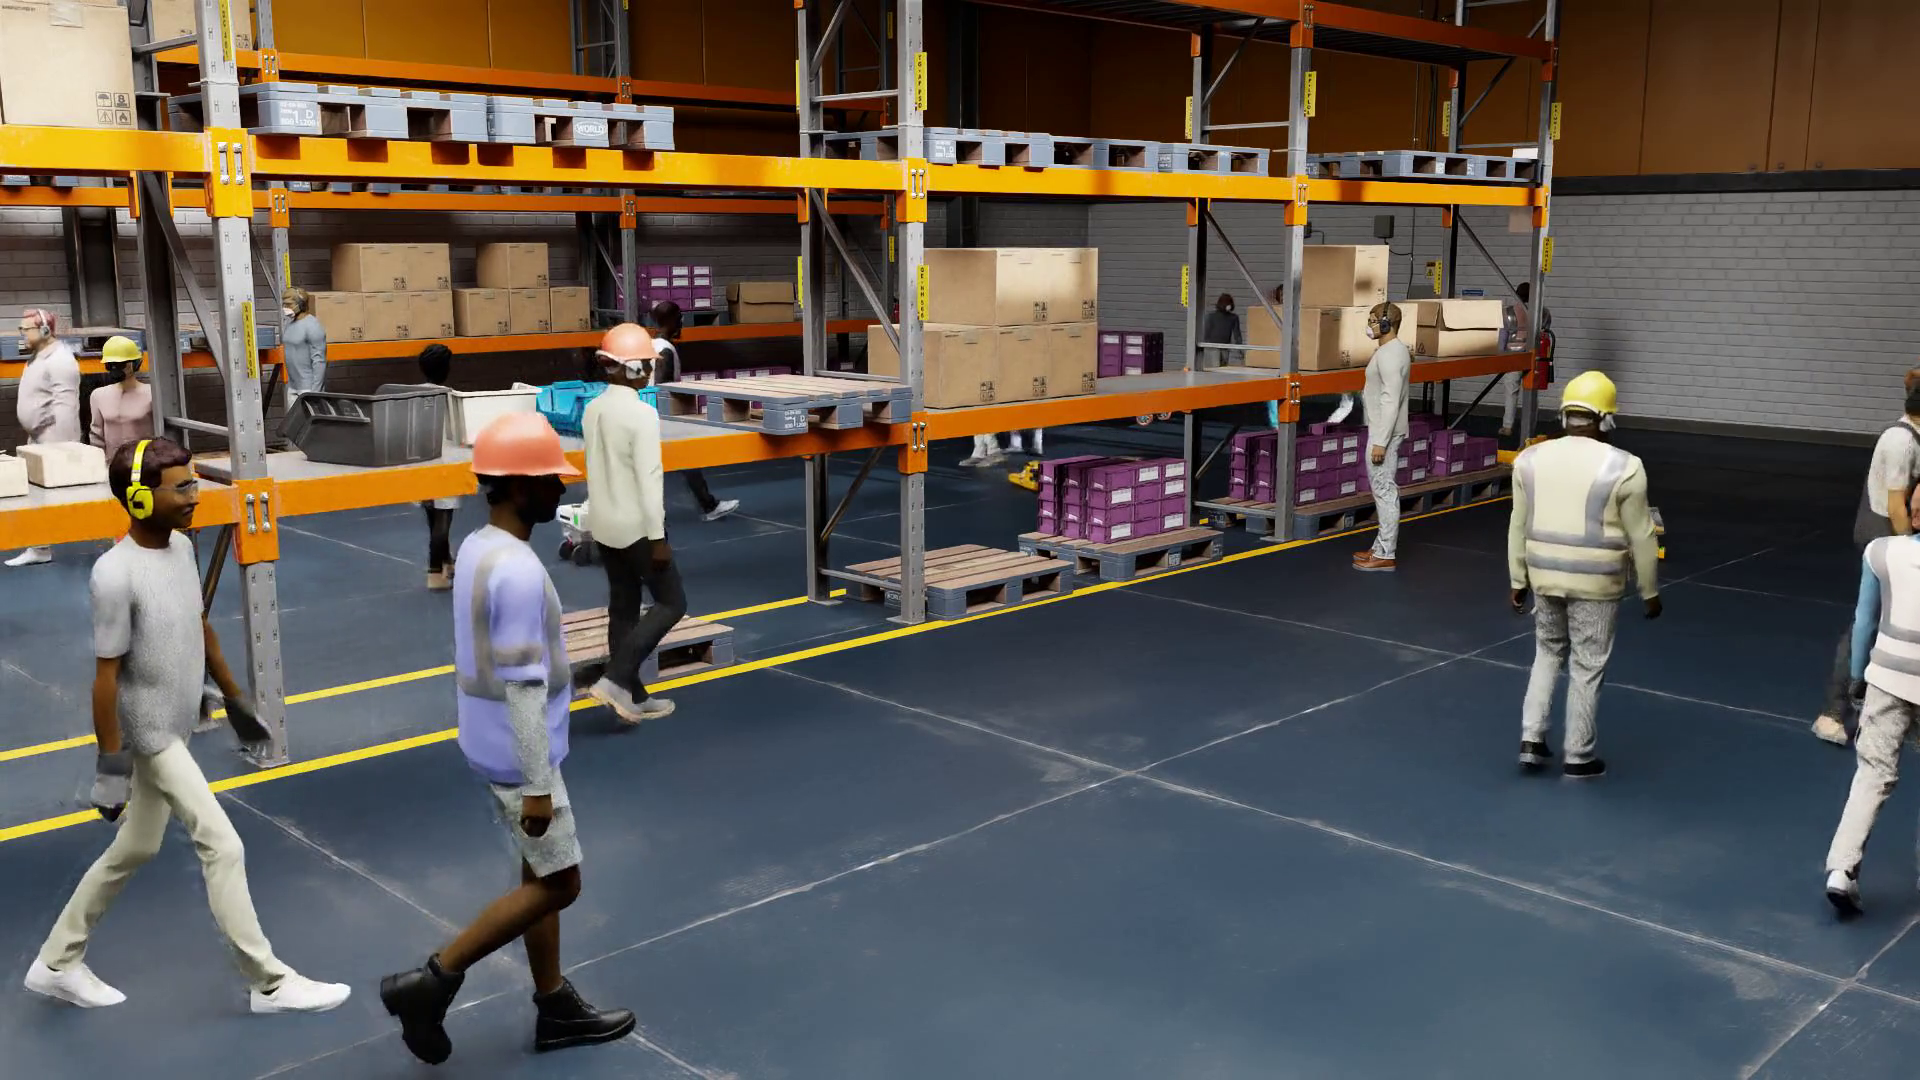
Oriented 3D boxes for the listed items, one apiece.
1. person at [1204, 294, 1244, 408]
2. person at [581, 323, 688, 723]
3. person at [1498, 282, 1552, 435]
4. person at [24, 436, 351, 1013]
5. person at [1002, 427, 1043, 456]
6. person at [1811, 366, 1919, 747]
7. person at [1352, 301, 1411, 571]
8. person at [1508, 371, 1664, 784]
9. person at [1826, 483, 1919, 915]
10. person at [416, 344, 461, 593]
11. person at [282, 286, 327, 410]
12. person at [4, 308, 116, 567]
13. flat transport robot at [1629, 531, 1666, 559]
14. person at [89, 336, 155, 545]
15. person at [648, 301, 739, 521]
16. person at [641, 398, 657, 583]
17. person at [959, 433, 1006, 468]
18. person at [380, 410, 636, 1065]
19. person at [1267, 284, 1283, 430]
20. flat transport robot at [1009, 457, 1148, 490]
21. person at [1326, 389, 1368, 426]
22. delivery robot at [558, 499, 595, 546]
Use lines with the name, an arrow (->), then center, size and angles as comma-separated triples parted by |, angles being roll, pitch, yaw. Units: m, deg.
person -> 3.670, -2.628, 23.203 | 0.540, 1.581, 0.848 | -4, 11, -21
person -> -1.603, -0.059, 8.110 | 0.442, 1.983, 0.638 | -9, 14, -42
person -> 6.772, -2.176, 20.057 | 0.627, 1.844, 0.429 | 0, 10, 0
person -> -2.454, 0.586, 5.067 | 0.985, 1.828, 0.537 | -1, 10, -7
person -> 0.666, -1.771, 18.065 | 0.541, 1.746, 0.545 | 8, 13, 38
person -> 4.442, 0.069, 7.904 | 0.405, 1.817, 0.831 | 10, 14, 42
person -> 3.043, -0.744, 11.976 | 0.360, 1.938, 0.635 | 3, 11, 16
person -> 2.707, 0.178, 7.269 | 0.429, 1.822, 0.616 | -8, 13, -39
person -> 3.391, 0.536, 5.906 | 0.808, 1.606, 0.523 | -8, 13, -38
person -> -3.525, -0.502, 11.368 | 0.565, 1.673, 0.626 | 3, 11, 16
person -> -6.147, -1.408, 15.608 | 0.630, 1.937, 0.373 | 10, 14, 43
person -> -6.602, -0.753, 12.178 | 0.668, 1.884, 0.780 | 10, 14, 43
flat transport robot -> 5.112, -0.090, 12.963 | 0.652, 0.197, 1.431 | 4, 11, 20
person -> -5.346, -0.433, 10.758 | 0.533, 1.767, 0.327 | 0, 10, -2
person -> -2.402, -1.055, 13.884 | 1.015, 1.863, 0.589 | -5, 11, -24
person -> -2.255, -0.525, 11.670 | 0.330, 1.612, 0.556 | 1, 10, 4
person -> 0.245, -1.676, 17.326 | 0.440, 1.858, 0.628 | 1, 10, 4
person -> -1.307, 0.592, 4.744 | 0.647, 1.922, 0.559 | -5, 12, -26
person -> 3.888, -2.188, 20.146 | 0.559, 1.833, 0.439 | -4, 11, -23
flat transport robot -> 1.252, -0.651, 16.023 | 1.431, 0.197, 0.652 | -4, 11, -20
person -> 4.332, -1.790, 18.323 | 0.821, 1.701, 0.499 | -6, 12, -29
delivery robot -> -2.612, -0.171, 12.376 | 0.707, 0.478, 0.477 | -7, 13, -35
